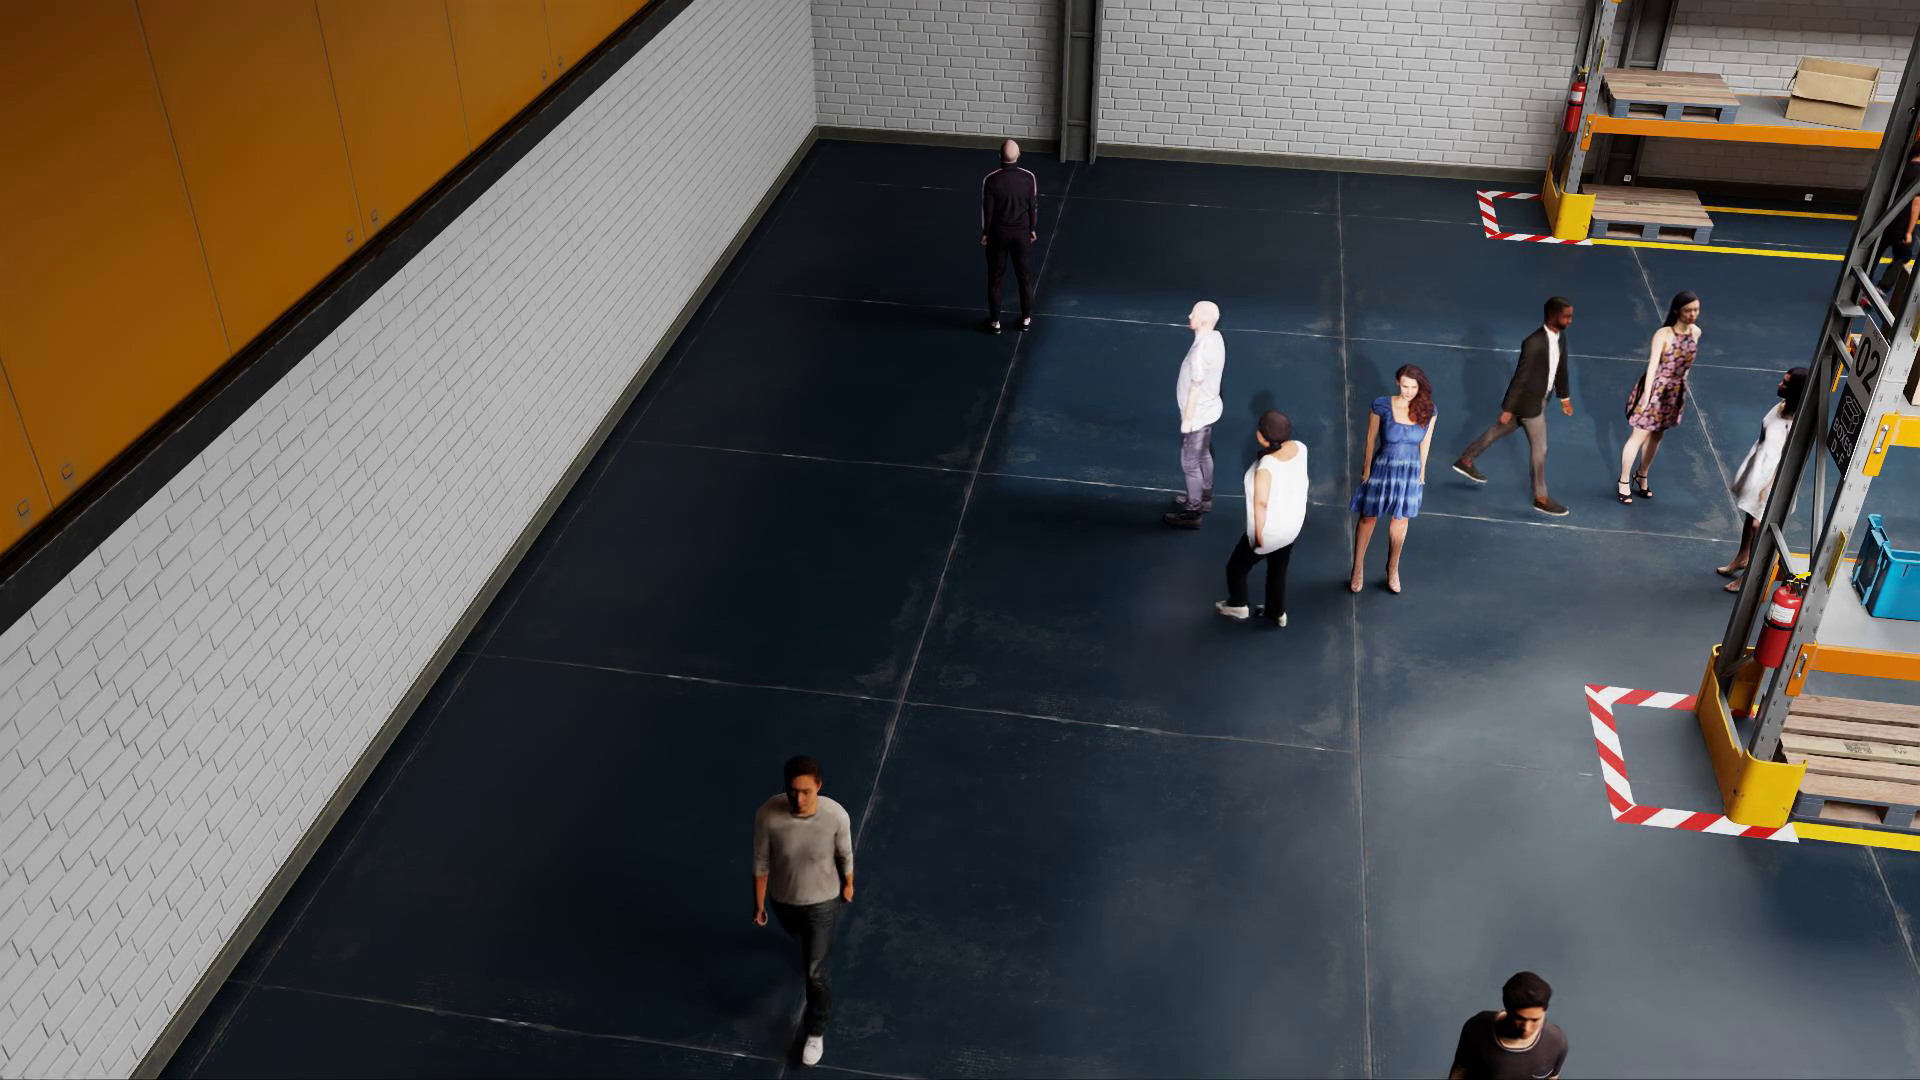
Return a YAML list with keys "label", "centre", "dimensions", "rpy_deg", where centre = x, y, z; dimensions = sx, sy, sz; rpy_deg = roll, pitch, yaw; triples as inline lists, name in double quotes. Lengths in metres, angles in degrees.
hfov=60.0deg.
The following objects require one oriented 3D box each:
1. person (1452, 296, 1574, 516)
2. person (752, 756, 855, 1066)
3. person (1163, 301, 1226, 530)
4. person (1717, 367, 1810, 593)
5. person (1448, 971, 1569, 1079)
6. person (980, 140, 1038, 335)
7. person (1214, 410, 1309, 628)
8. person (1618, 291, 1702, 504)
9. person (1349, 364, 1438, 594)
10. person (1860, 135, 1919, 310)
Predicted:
- label: "person"
  centre: [4.279, -1.073, 12.779]
  dimensions: [1.313, 1.754, 1.076]
  rpy_deg: [24, 40, 31]
- label: "person"
  centre: [-0.790, 1.735, 8.529]
  dimensions: [1.065, 1.781, 0.736]
  rpy_deg: [4, 34, 6]
- label: "person"
  centre: [1.810, -0.949, 12.523]
  dimensions: [0.637, 1.830, 0.688]
  rpy_deg: [12, 35, 17]
- label: "person"
  centre: [5.728, -0.429, 11.791]
  dimensions: [0.608, 1.775, 0.627]
  rpy_deg: [6, 34, 8]
- label: "person"
  centre: [2.386, 2.532, 7.388]
  dimensions: [0.495, 1.717, 0.686]
  rpy_deg: [4, 34, 6]
- label: "person"
  centre: [0.453, -2.776, 15.265]
  dimensions: [0.644, 1.837, 0.807]
  rpy_deg: [-6, 34, -8]
- label: "person"
  centre: [2.180, -0.107, 11.398]
  dimensions: [0.838, 1.673, 0.895]
  rpy_deg: [-23, 40, -30]
- label: "person"
  centre: [5.396, -1.098, 12.799]
  dimensions: [0.766, 1.773, 0.847]
  rpy_deg: [-11, 35, -16]
- label: "person"
  centre: [3.055, -0.422, 11.752]
  dimensions: [0.555, 1.806, 0.760]
  rpy_deg: [0, 34, 1]
- label: "person"
  centre: [8.702, -2.947, 15.602]
  dimensions: [0.803, 1.750, 0.766]
  rpy_deg: [-16, 37, -22]
